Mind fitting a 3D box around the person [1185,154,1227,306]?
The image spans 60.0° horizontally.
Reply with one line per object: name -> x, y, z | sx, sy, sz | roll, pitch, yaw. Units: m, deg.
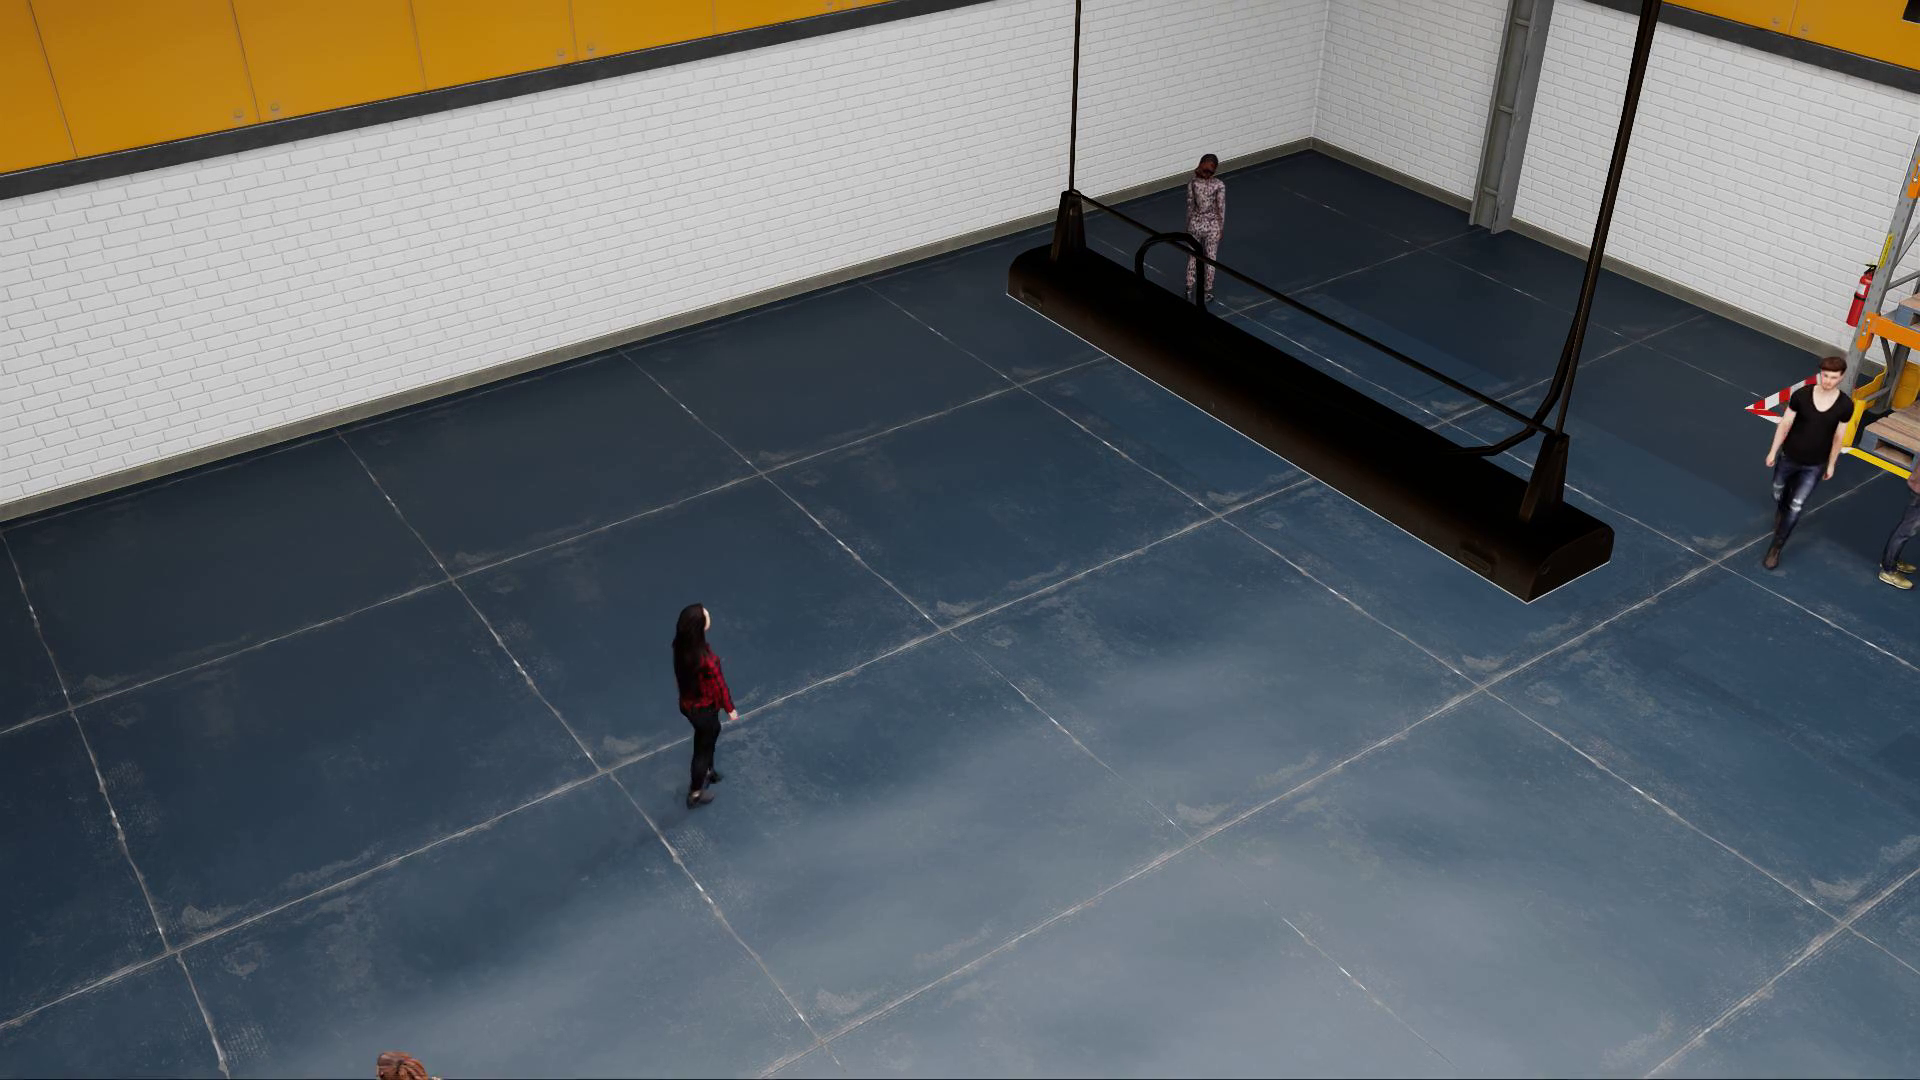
person -> 2.661, -3.402, 18.163 | 0.658, 1.714, 0.741 | 13, 36, 18

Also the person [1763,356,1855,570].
person -> 7.105, -0.718, 13.983 | 1.172, 1.872, 1.003 | 20, 39, 28

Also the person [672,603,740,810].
person -> -1.833, 1.188, 11.323 | 0.678, 1.642, 0.567 | -26, 42, -34

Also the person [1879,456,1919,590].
person -> 7.931, -0.451, 13.666 | 0.672, 1.778, 0.701 | 20, 39, 28
